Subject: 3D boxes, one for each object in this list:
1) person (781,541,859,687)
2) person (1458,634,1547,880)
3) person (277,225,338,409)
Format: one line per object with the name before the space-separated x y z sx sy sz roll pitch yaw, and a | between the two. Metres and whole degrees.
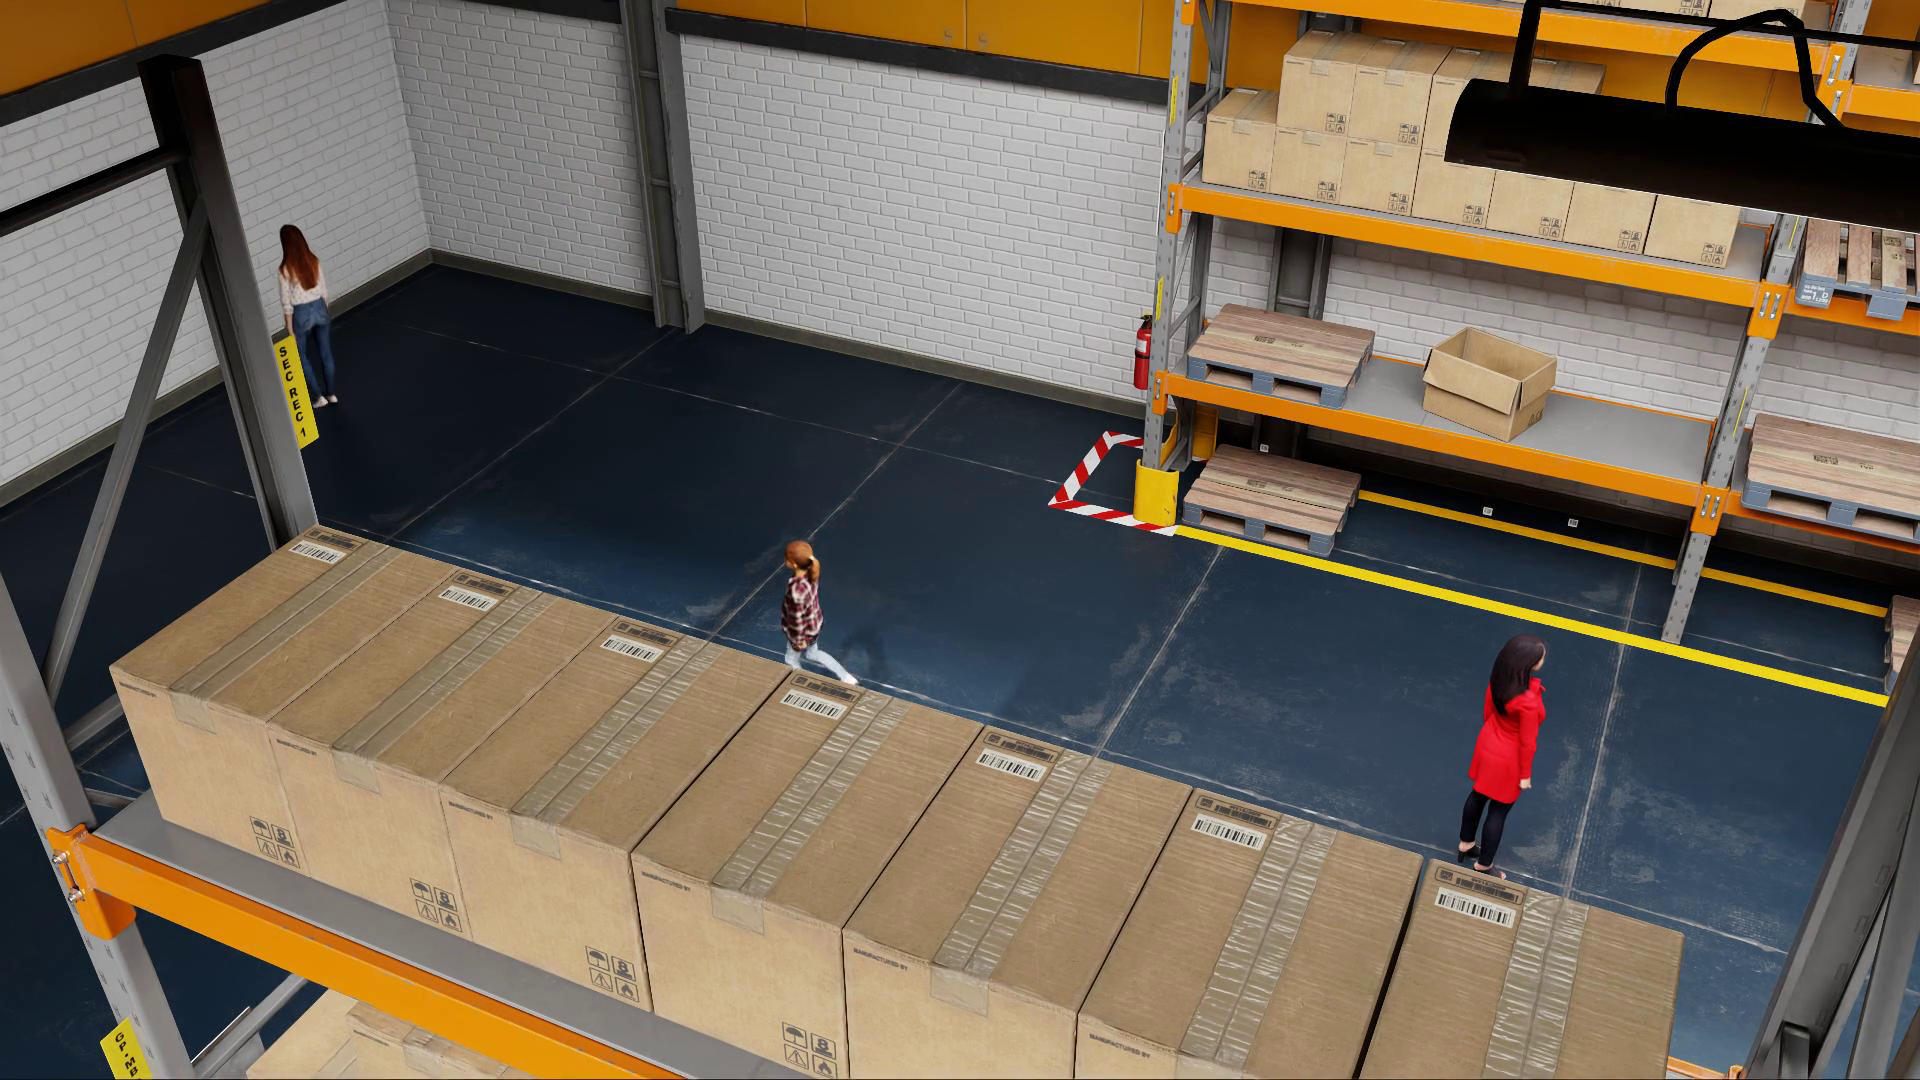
person | -0.977 0.578 11.065 0.875 1.289 0.629 8 34 12
person | 3.142 1.256 9.630 0.786 1.748 0.735 -8 35 -12
person | -5.611 -1.913 14.421 0.719 1.724 0.784 -27 42 -34
